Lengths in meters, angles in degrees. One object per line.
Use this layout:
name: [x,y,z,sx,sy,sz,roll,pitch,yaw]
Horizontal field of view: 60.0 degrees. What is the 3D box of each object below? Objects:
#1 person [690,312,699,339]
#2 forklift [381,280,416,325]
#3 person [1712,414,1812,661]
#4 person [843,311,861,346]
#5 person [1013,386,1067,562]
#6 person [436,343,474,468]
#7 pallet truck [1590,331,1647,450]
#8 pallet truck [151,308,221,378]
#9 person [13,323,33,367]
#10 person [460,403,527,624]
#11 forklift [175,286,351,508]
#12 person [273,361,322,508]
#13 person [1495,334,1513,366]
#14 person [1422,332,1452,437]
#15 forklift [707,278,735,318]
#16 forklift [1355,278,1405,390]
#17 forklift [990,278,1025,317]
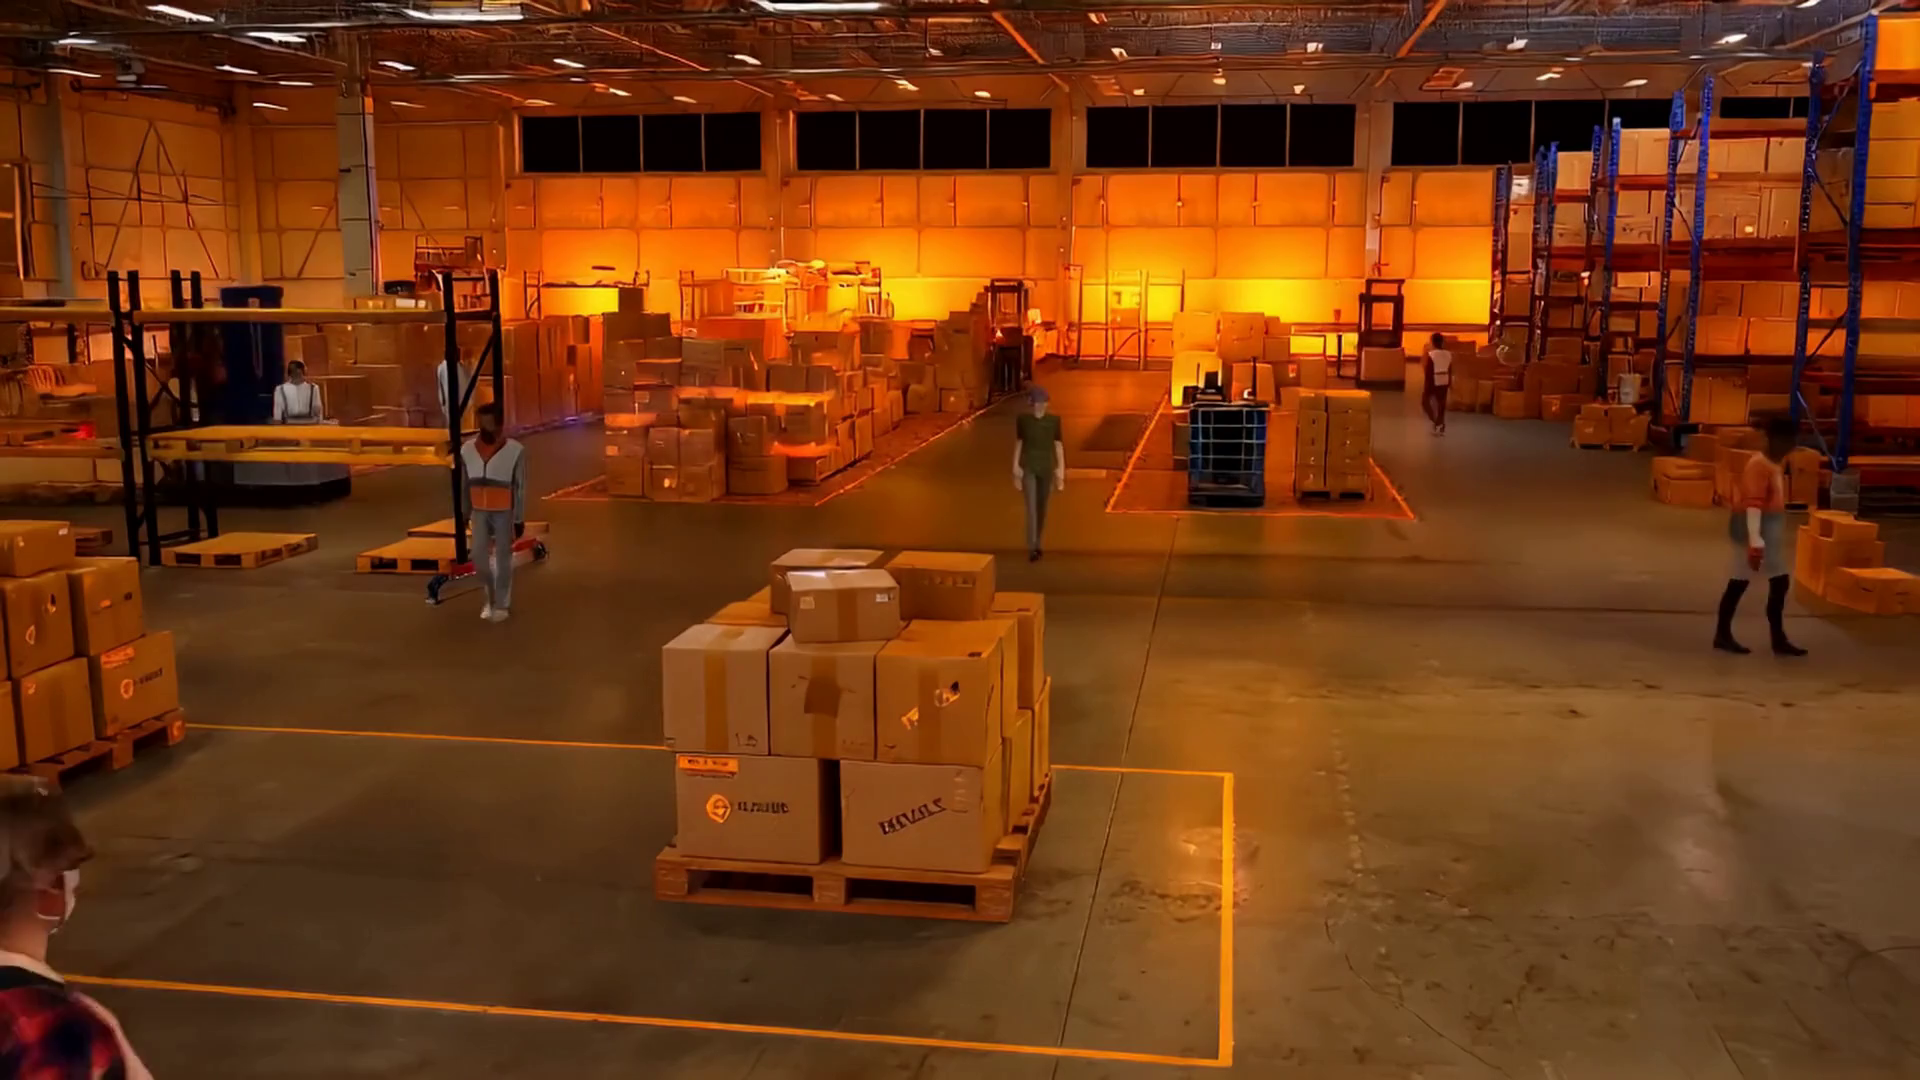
person: [-7.040,-5.211,45.017,0.705,1.923,0.643,-4,10,-24]
forklift: [-11.958,-4.169,35.627,1.873,2.768,1.129,1,9,9]
person: [6.276,-0.005,12.865,0.834,1.918,0.663,8,12,42]
person: [-2.951,-5.243,45.200,0.542,1.928,0.400,-6,11,-33]
person: [0.840,-0.676,17.294,0.532,1.825,0.948,-1,9,-5]
person: [-7.732,-2.065,25.546,0.627,1.941,0.370,4,10,24]
pallet truck: [11.253,-2.573,28.499,0.823,1.965,1.885,5,10,27]
pallet truck: [-21.869,-5.598,47.154,0.823,1.965,1.885,4,10,26]
person: [-19.504,-3.551,34.741,0.372,1.930,0.543,-2,9,-13]
person: [-4.017,-0.229,14.316,0.628,1.903,0.455,1,9,8]
forklift: [-9.041,-1.876,21.486,1.873,2.768,1.129,1,9,9]
person: [-8.487,-1.359,21.356,0.585,1.882,0.343,-5,10,-26]
person: [12.154,-3.788,37.147,0.455,1.627,0.524,-5,11,-30]
person: [8.723,-2.833,30.389,0.616,1.901,0.449,-5,11,-30]
forklift: [-6.431,-5.689,45.000,1.873,2.768,1.129,4,10,23]
forklift: [10.792,-5.285,42.511,1.129,2.768,1.873,1,9,9]
forklift: [1.321,-5.926,46.464,1.129,2.768,1.873,1,9,9]
